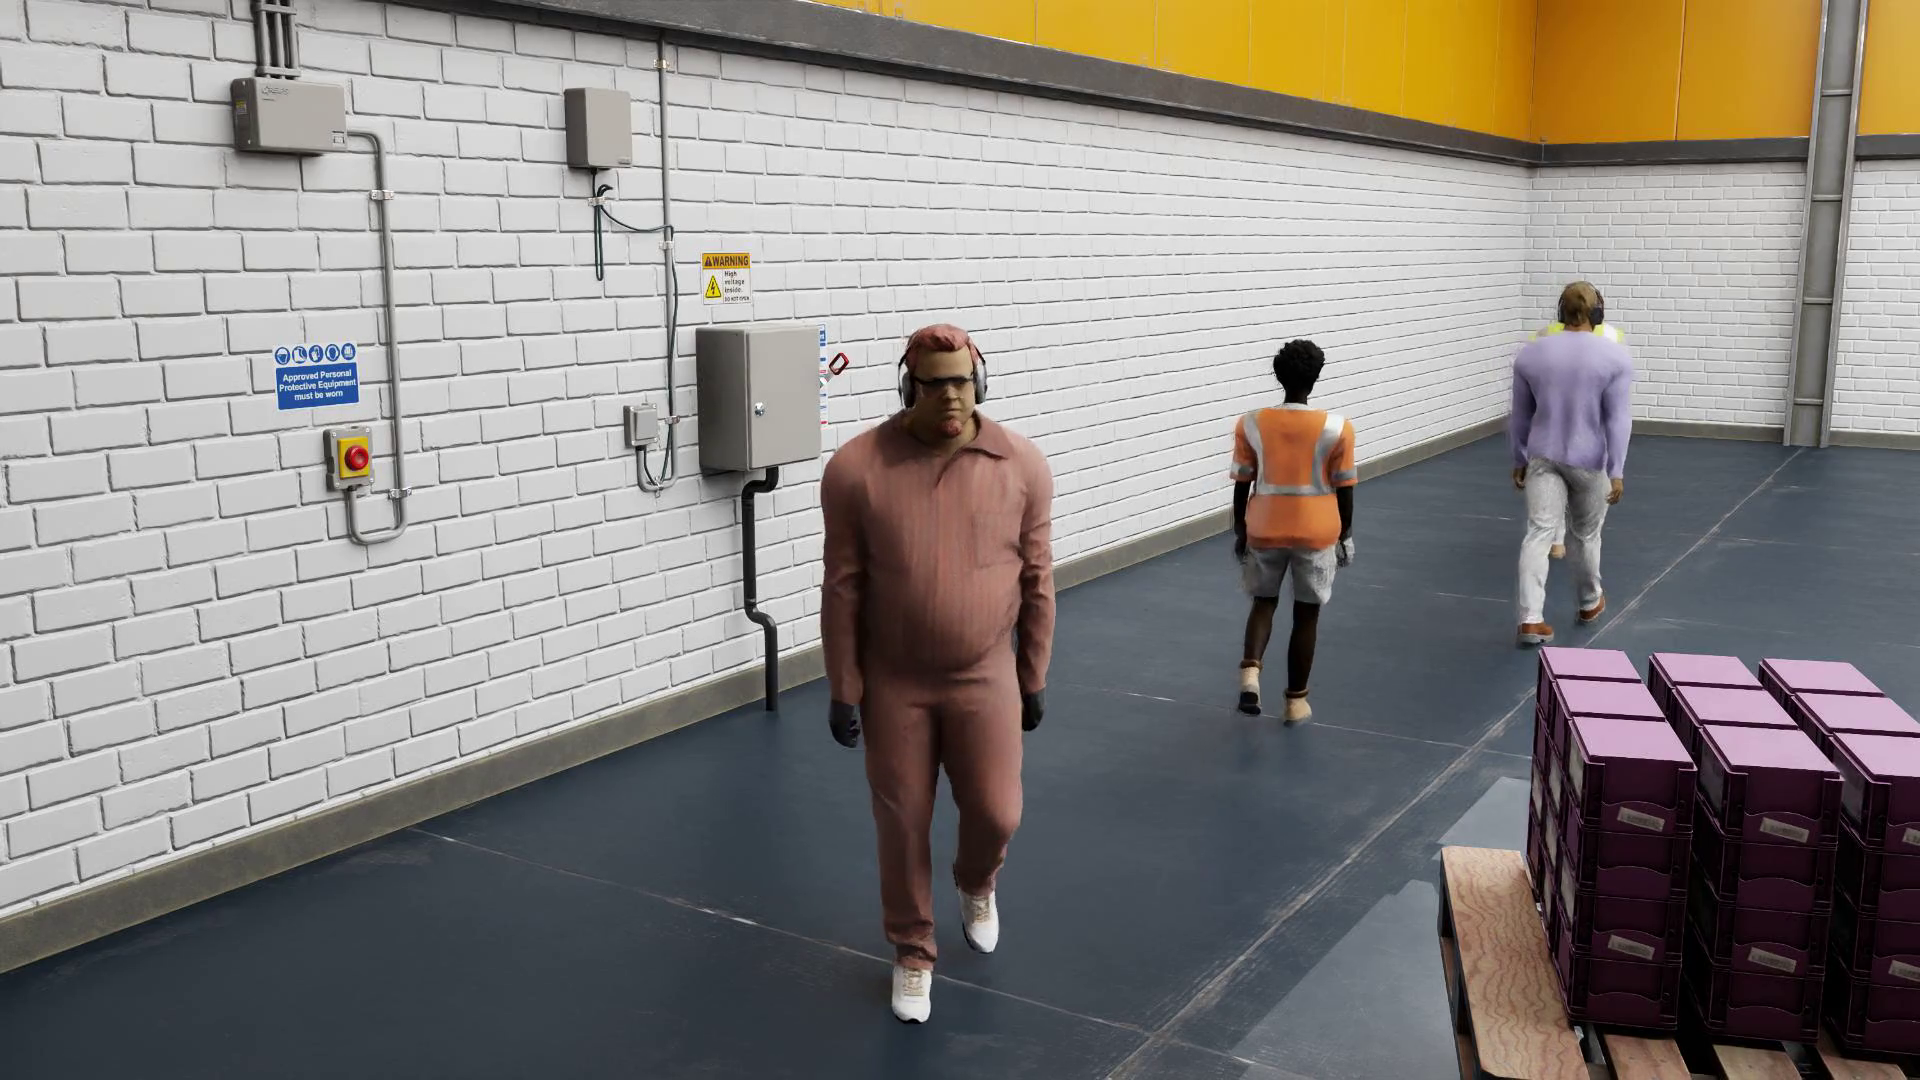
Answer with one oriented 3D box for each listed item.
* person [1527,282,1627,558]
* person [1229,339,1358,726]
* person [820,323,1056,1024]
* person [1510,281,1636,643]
[{"bbox_3d":[3.993,-0.760,10.858,0.646,1.829,0.527,4,11,23],"label":"person"},{"bbox_3d":[1.424,-0.015,7.139,0.539,1.685,0.387,5,11,24],"label":"person"},{"bbox_3d":[-0.059,0.353,4.550,0.643,1.891,0.485,-1,10,-5],"label":"person"},{"bbox_3d":[3.221,-0.415,8.800,0.647,1.886,1.049,7,13,36],"label":"person"}]
